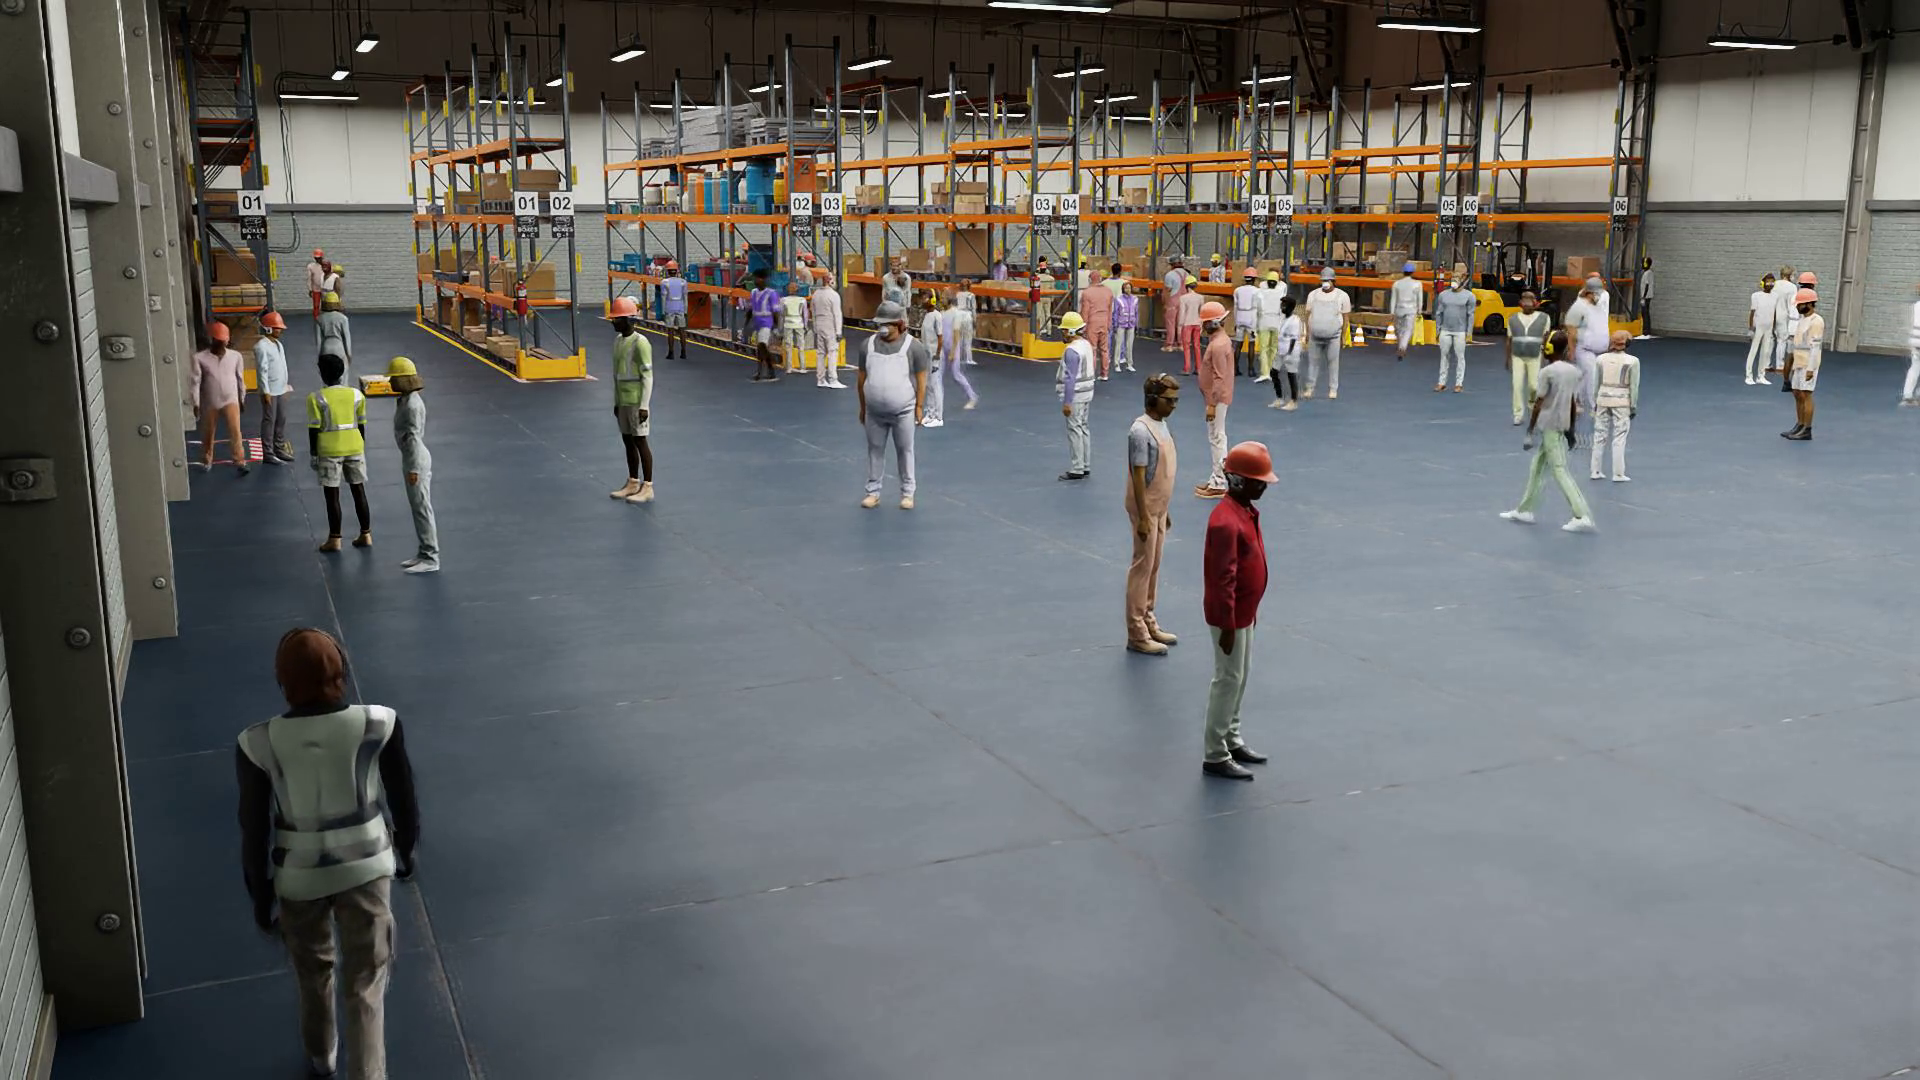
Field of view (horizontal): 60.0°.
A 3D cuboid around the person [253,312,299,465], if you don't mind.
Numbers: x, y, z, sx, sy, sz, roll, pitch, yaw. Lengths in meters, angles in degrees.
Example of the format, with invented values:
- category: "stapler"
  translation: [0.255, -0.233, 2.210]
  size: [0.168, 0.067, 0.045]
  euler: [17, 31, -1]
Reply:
- category: "person"
  translation: [-7.880, -1.743, 19.152]
  size: [0.348, 1.744, 0.570]
  euler: [1, 11, 3]

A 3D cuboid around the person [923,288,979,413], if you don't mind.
- category: "person"
  translation: [-0.122, -2.737, 24.039]
  size: [0.872, 1.816, 0.512]
  euler: [-9, 15, -40]

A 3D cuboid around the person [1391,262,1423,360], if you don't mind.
- category: "person"
  translation: [8.754, -4.485, 32.664]
  size: [0.603, 1.918, 0.870]
  euler: [7, 13, 33]

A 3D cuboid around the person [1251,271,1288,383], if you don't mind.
- category: "person"
  translation: [5.290, -3.621, 28.367]
  size: [0.616, 1.885, 0.734]
  euler: [0, 11, 0]

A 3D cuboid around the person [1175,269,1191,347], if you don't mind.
- category: "person"
  translation: [4.755, -4.934, 35.513]
  size: [0.321, 1.686, 0.539]
  euler: [-2, 11, -11]

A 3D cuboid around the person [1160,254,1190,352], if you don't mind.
- category: "person"
  translation: [4.471, -4.959, 34.733]
  size: [0.685, 2.000, 0.535]
  euler: [-10, 15, -40]

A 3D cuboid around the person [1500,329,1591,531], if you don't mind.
- category: "person"
  translation: [5.435, -1.010, 15.228]
  size: [0.536, 1.830, 0.959]
  euler: [-9, 14, -39]

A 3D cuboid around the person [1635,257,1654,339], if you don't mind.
- category: "person"
  translation: [15.681, -5.523, 38.048]
  size: [0.313, 1.864, 0.530]
  euler: [7, 13, 33]

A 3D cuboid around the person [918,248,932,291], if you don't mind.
- category: "person"
  translation: [-0.960, -7.179, 46.395]
  size: [0.394, 1.899, 0.641]
  euler: [-7, 13, -32]

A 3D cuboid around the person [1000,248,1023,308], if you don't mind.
- category: "person"
  translation: [1.383, -7.915, 50.339]
  size: [0.967, 1.821, 0.507]
  euler: [2, 11, 11]

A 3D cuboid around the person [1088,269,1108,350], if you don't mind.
- category: "person"
  translation: [2.873, -4.785, 34.681]
  size: [0.545, 1.712, 0.367]
  euler: [4, 12, 20]

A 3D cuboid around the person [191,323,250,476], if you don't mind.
- category: "person"
  translation: [-8.165, -1.551, 18.330]
  size: [0.587, 1.687, 1.003]
  euler: [-8, 14, -35]

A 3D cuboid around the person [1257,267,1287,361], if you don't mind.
- category: "person"
  translation: [6.082, -4.406, 32.439]
  size: [0.563, 1.838, 0.390]
  euler: [5, 12, 25]

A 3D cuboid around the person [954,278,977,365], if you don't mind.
- category: "person"
  translation: [0.097, -4.158, 31.686]
  size: [0.521, 1.638, 0.311]
  euler: [9, 14, 37]

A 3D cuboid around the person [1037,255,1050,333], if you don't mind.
- category: "person"
  translation: [1.958, -5.910, 40.030]
  size: [0.525, 1.867, 0.317]
  euler: [9, 14, 38]

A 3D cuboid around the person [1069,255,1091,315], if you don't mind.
- category: "person"
  translation: [2.752, -5.478, 37.660]
  size: [0.594, 1.925, 0.368]
  euler: [-2, 11, -11]

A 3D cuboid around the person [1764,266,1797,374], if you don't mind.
- category: "person"
  translation: [14.712, -3.940, 29.820]
  size: [0.353, 1.936, 0.633]
  euler: [-4, 12, -19]

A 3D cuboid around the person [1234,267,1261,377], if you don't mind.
- category: "person"
  translation: [5.085, -3.842, 29.362]
  size: [0.544, 1.926, 0.407]
  euler: [8, 14, 36]

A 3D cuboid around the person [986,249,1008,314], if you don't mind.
- category: "person"
  translation: [0.865, -5.833, 39.223]
  size: [0.615, 2.030, 0.422]
  euler: [-5, 12, -22]

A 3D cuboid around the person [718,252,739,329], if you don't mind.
- category: "person"
  translation: [-5.674, -6.077, 40.703]
  size: [0.593, 1.924, 0.381]
  euler: [4, 12, 18]

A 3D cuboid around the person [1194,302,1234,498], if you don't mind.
- category: "person"
  translation: [2.578, -1.417, 16.869]
  size: [0.388, 1.987, 0.608]
  euler: [2, 11, 11]

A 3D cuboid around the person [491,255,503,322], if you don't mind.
- category: "person"
  translation: [-12.348, -6.669, 44.155]
  size: [0.575, 1.749, 0.334]
  euler: [7, 13, 33]

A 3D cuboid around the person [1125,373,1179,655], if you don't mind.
- category: "person"
  translation: [1.269, -0.177, 10.946]
  size: [0.345, 1.840, 0.504]
  euler: [5, 12, 22]

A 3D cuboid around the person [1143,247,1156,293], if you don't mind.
- category: "person"
  translation: [5.866, -8.099, 51.135]
  size: [0.598, 1.860, 0.706]
  euler: [-6, 13, -28]

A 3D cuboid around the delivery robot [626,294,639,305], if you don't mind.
- category: "delivery robot"
  translation: [-9.464, -6.822, 47.752]
  size: [0.477, 0.478, 0.707]
  euler: [-5, 12, -23]

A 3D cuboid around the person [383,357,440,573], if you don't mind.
- category: "person"
  translation: [-4.423, -0.604, 13.385]
  size: [0.328, 1.737, 0.486]
  euler: [-5, 12, -23]

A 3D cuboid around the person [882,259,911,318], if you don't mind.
- category: "person"
  translation: [-1.354, -4.991, 35.274]
  size: [0.642, 1.899, 0.394]
  euler: [3, 11, 14]

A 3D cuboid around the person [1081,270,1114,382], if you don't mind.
- category: "person"
  translation: [2.310, -3.656, 28.466]
  size: [0.639, 1.904, 0.402]
  euler: [-7, 13, -31]

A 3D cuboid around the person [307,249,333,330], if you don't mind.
- category: "person"
  translation: [-15.773, -6.180, 41.075]
  size: [0.612, 1.987, 0.400]
  euler: [-5, 12, -23]

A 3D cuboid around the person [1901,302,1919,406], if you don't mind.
- category: "person"
  translation: [14.430, -2.921, 24.826]
  size: [0.665, 1.859, 0.595]
  euler: [-3, 11, -14]

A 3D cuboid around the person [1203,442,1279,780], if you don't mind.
- category: "person"
  translation: [1.427, 0.357, 8.495]
  size: [0.353, 1.737, 0.574]
  euler: [4, 12, 20]

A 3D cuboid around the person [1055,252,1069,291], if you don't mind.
- category: "person"
  translation: [3.024, -7.533, 48.591]
  size: [0.552, 1.732, 0.756]
  euler: [-2, 11, -12]

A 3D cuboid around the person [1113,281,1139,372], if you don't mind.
- category: "person"
  translation: [3.019, -3.881, 30.275]
  size: [0.513, 1.641, 0.309]
  euler: [-4, 12, -21]
